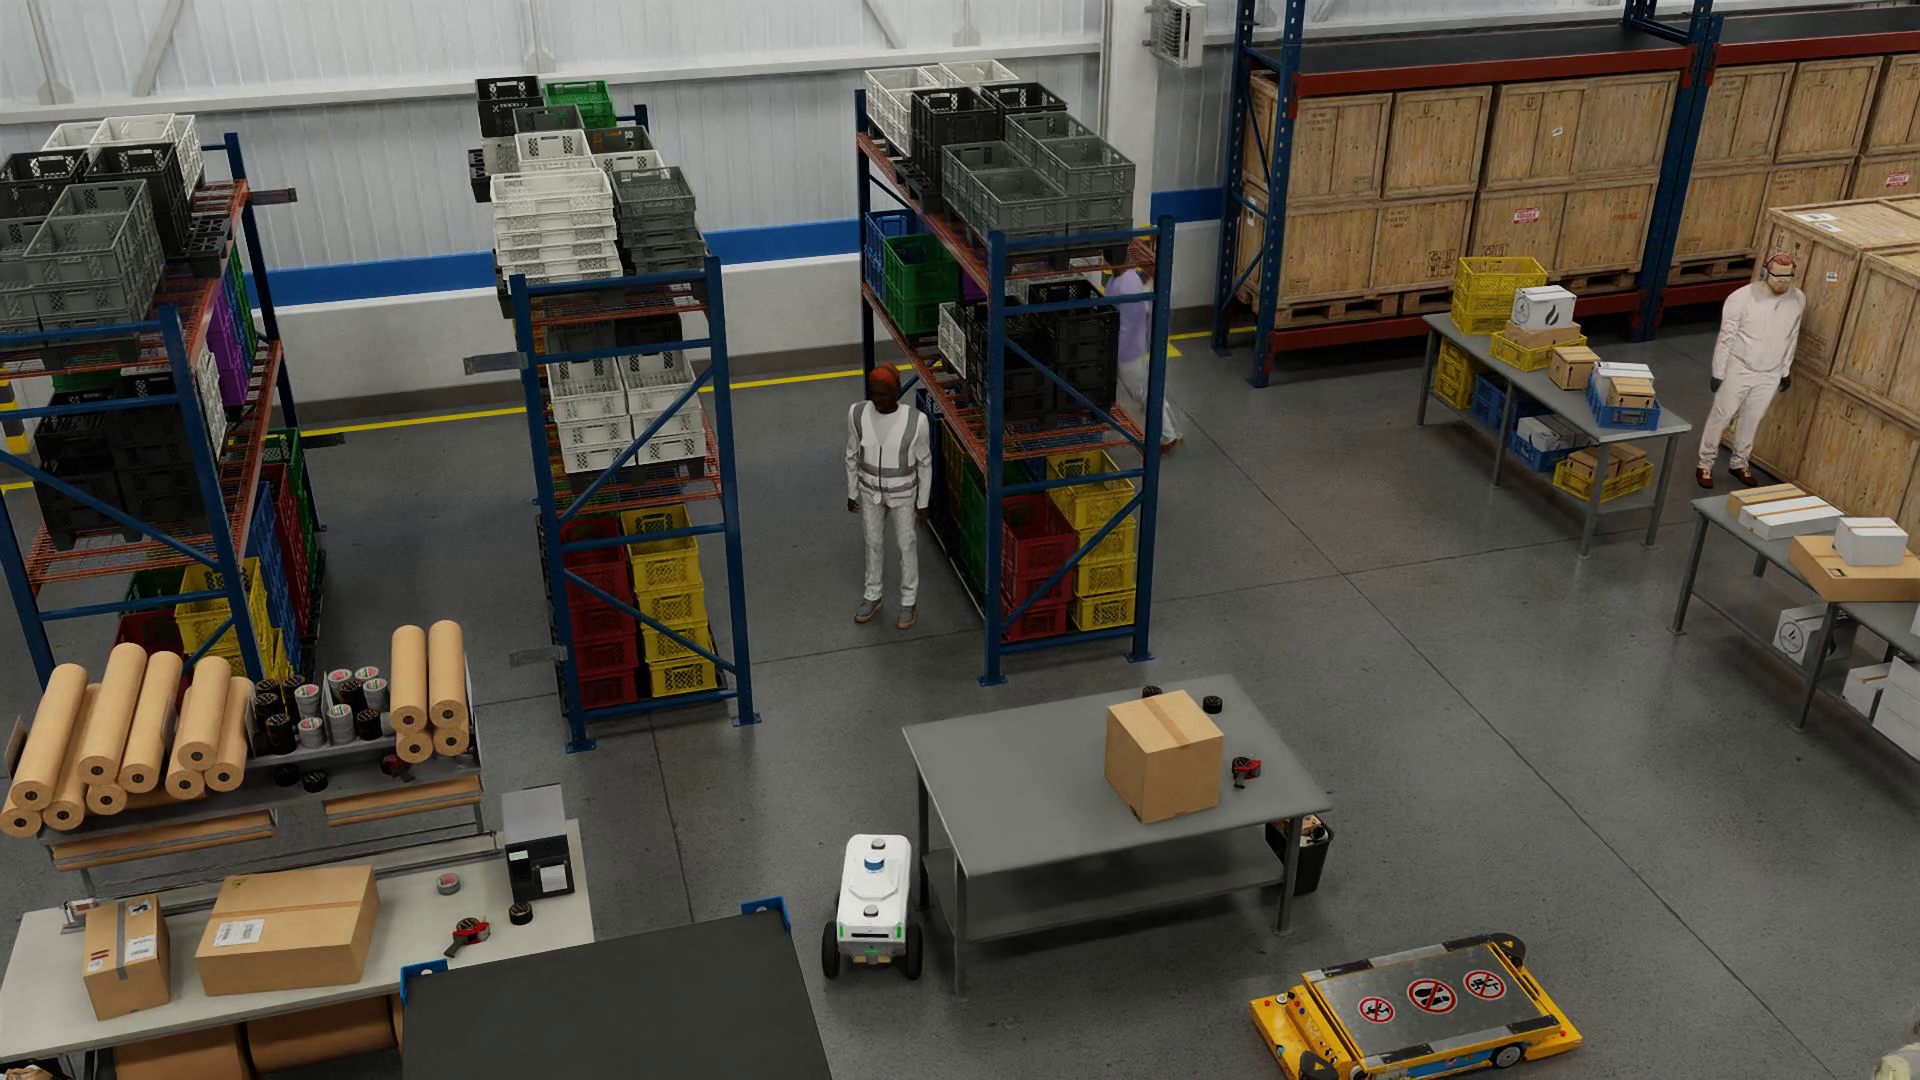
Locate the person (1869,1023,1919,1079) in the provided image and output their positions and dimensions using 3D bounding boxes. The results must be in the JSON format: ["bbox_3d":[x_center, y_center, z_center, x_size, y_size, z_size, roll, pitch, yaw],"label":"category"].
[{"bbox_3d":[3.501,2.379,6.249,0.743,1.785,0.442,-10,30,-18],"label":"person"}]

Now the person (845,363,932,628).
[{"bbox_3d":[-0.477,-0.295,11.009,0.583,1.880,0.338,9,30,16],"label":"person"}]

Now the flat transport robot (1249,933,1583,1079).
[{"bbox_3d":[2.184,2.282,7.980,1.431,0.197,0.652,-8,30,-14],"label":"flat transport robot"}]

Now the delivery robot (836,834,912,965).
[{"bbox_3d":[-0.431,1.798,8.476,0.477,0.478,0.707,1,29,1],"label":"delivery robot"}]

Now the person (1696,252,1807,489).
[{"bbox_3d":[6.114,-1.296,12.809,0.646,1.904,0.401,-2,29,-4],"label":"person"}]

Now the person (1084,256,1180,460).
[{"bbox_3d":[1.316,-1.500,13.210,1.043,1.894,0.655,-5,29,-9],"label":"person"}]
